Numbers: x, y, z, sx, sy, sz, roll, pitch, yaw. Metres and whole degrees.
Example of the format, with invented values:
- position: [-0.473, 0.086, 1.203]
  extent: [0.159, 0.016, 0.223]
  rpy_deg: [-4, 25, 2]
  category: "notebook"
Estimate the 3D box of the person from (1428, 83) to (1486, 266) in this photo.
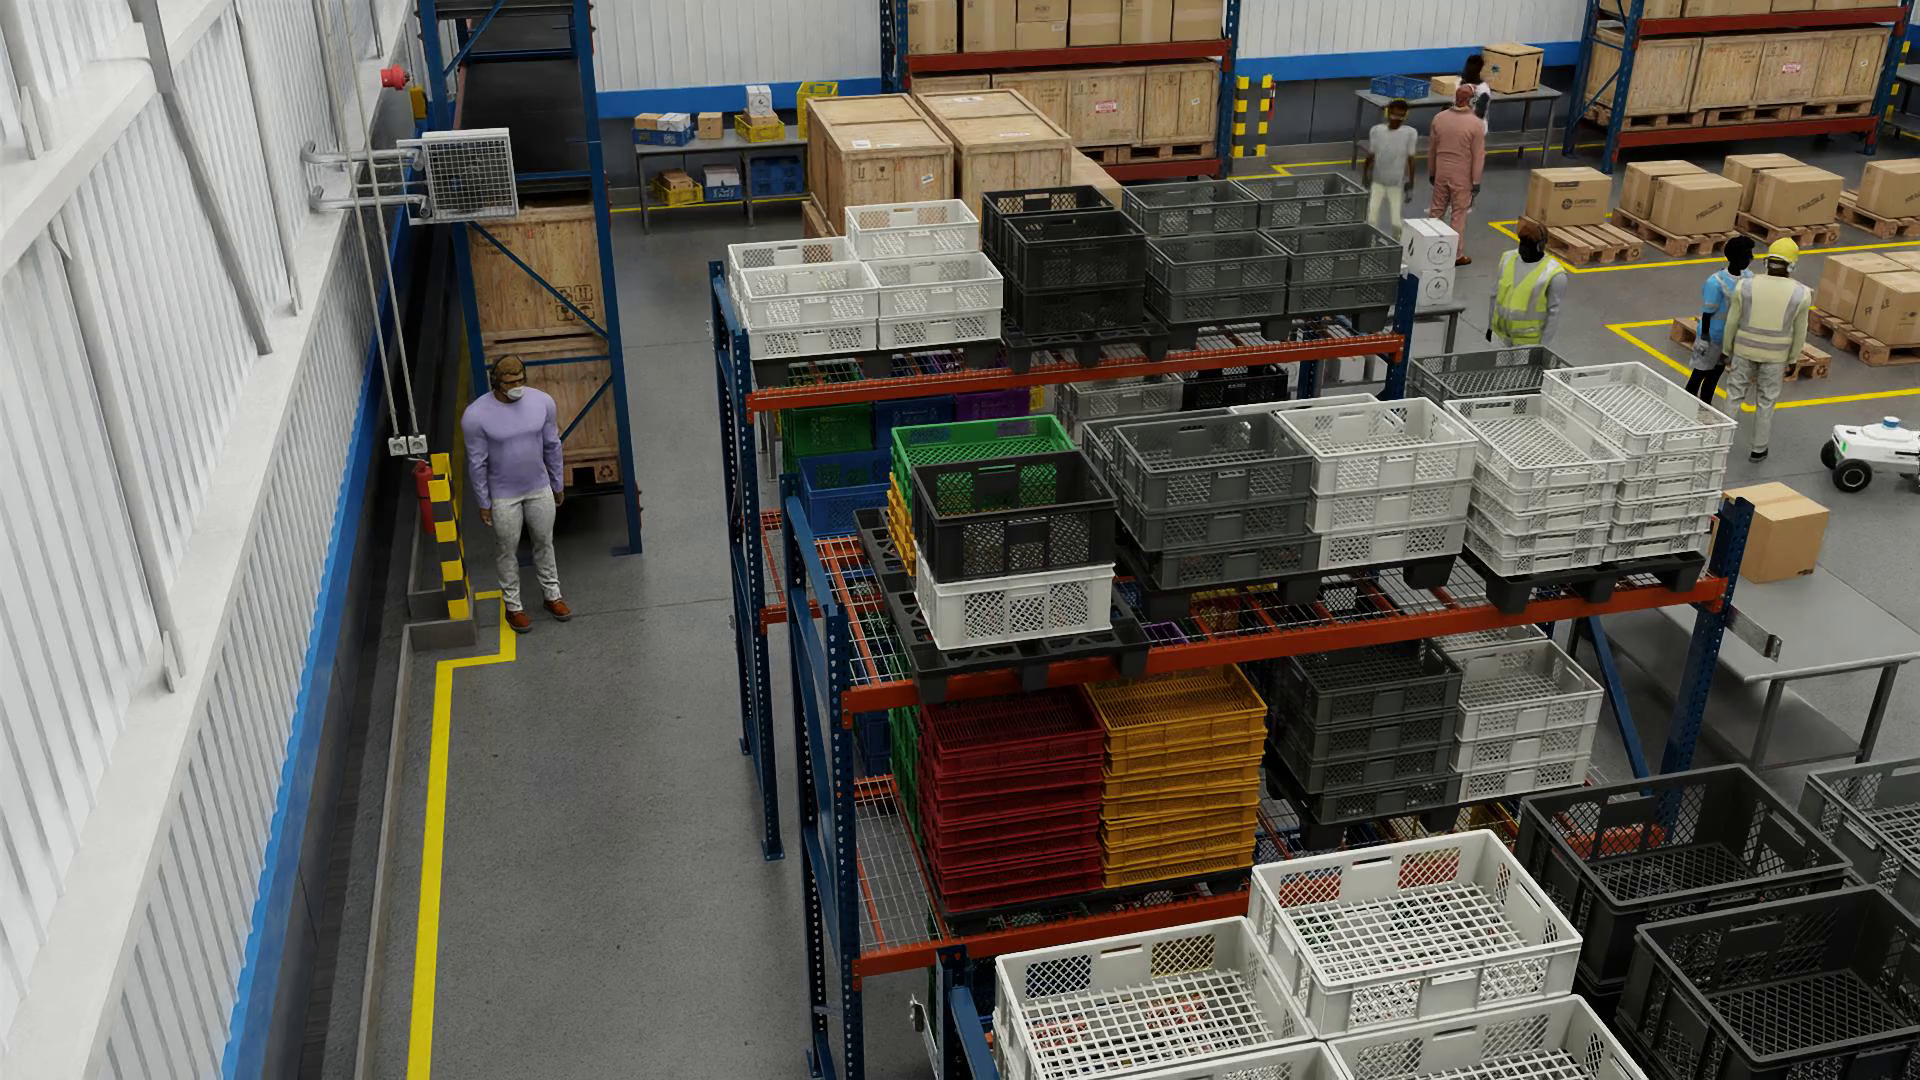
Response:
- position: [5.257, -3.871, 17.619]
  extent: [0.407, 1.910, 0.638]
  rpy_deg: [-24, 36, -37]
  category: "person"

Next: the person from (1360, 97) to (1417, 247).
- position: [4.499, -3.761, 17.492]
  extent: [0.582, 1.850, 0.587]
  rpy_deg: [10, 30, 19]
  category: "person"

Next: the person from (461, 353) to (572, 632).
- position: [-2.871, -0.322, 10.865]
  extent: [0.625, 1.933, 0.374]
  rpy_deg: [-18, 33, -30]
  category: "person"

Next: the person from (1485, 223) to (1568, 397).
- position: [4.546, -1.684, 13.539]
  extent: [0.430, 1.845, 0.624]
  rpy_deg: [-19, 33, -32]
  category: "person"

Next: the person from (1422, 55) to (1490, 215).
- position: [5.757, -4.623, 19.079]
  extent: [0.764, 1.873, 0.630]
  rpy_deg: [-14, 31, -24]
  category: "person"

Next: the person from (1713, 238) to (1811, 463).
- position: [6.363, -1.502, 13.215]
  extent: [0.588, 1.822, 0.403]
  rpy_deg: [15, 31, 26]
  category: "person"

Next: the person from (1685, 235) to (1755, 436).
- position: [6.251, -1.680, 13.686]
  extent: [0.534, 1.697, 0.318]
  rpy_deg: [-16, 32, -28]
  category: "person"

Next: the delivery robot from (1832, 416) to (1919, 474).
- position: [7.222, -0.726, 12.996]
  extent: [0.707, 0.478, 0.477]
  rpy_deg: [6, 28, 11]
  category: "delivery robot"
